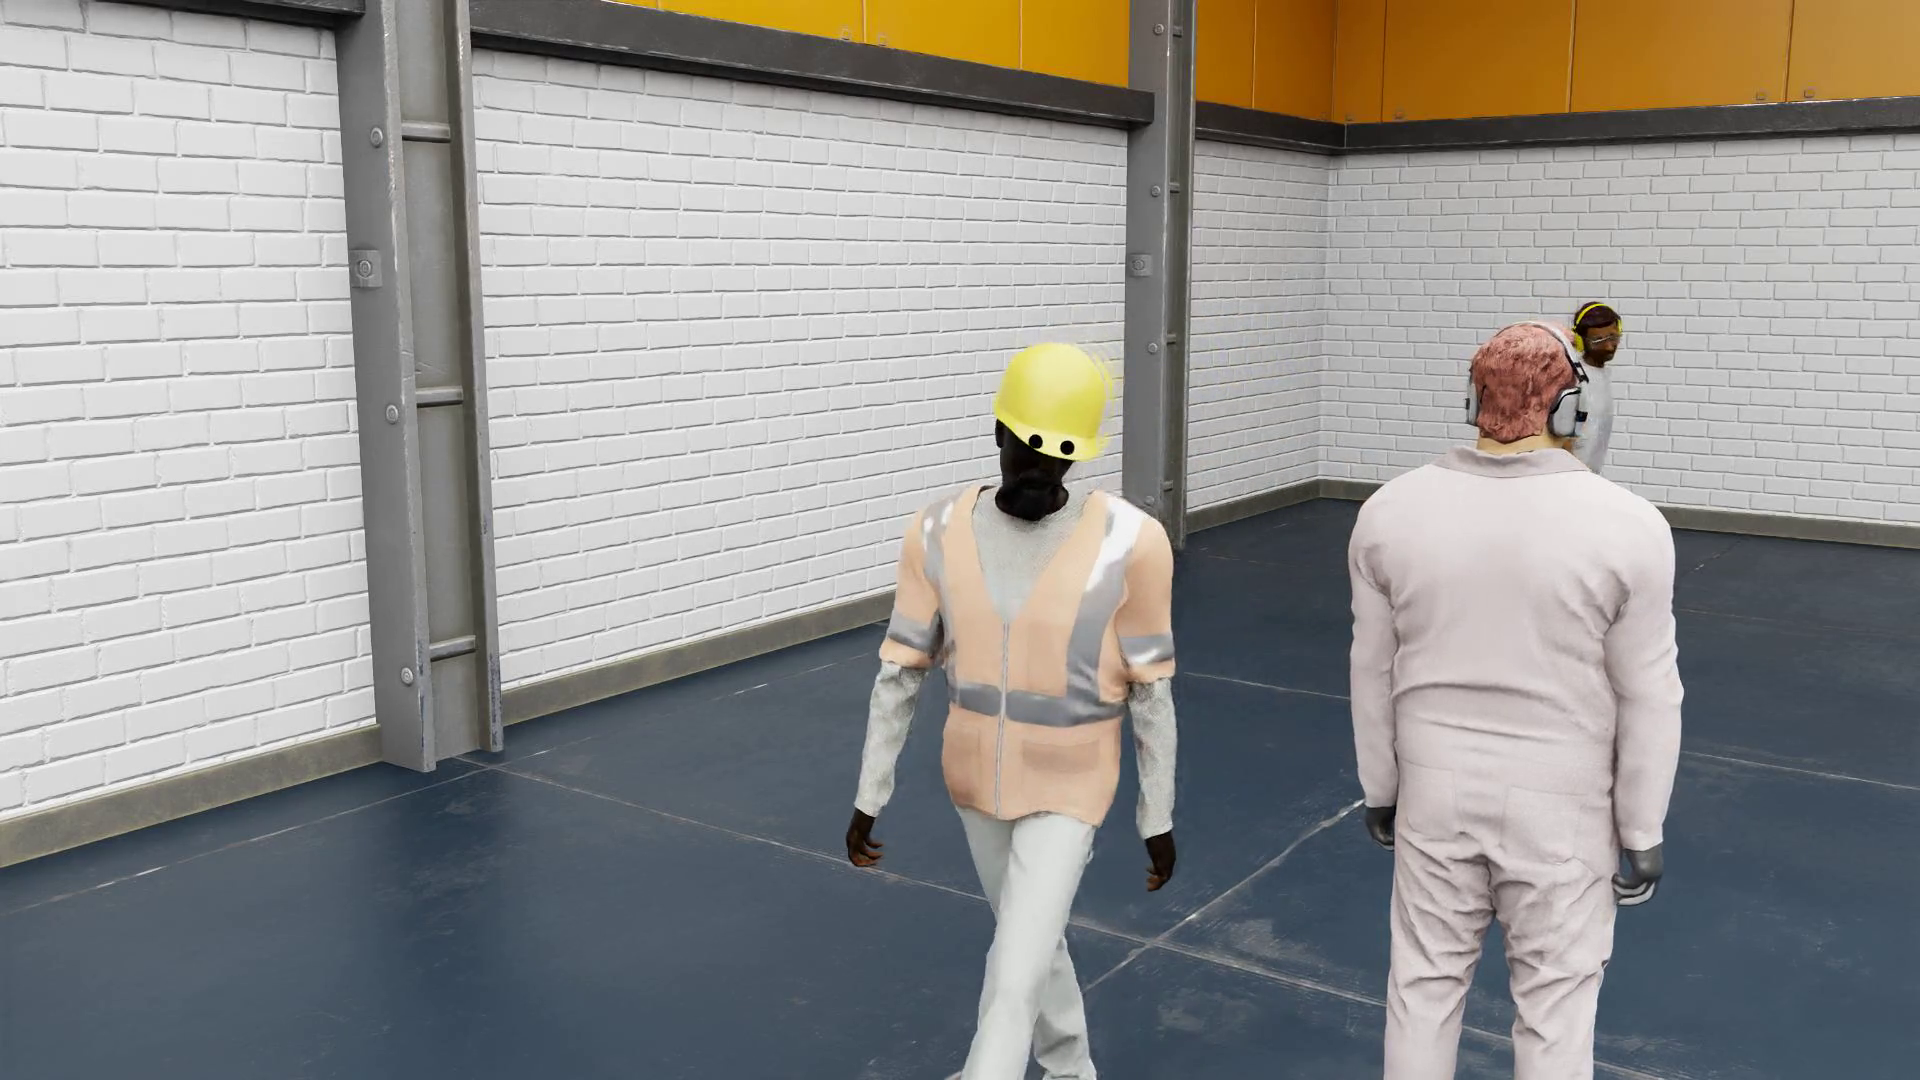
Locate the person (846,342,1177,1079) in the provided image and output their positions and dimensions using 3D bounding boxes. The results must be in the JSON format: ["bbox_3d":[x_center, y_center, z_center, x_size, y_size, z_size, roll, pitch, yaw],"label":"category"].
[{"bbox_3d":[0.088,0.524,3.467,0.660,1.850,1.014,5,11,28],"label":"person"}]

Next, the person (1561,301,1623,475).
[{"bbox_3d":[3.062,-0.266,8.254,0.459,1.829,0.589,8,13,41],"label":"person"}]

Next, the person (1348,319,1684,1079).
[{"bbox_3d":[1.115,0.518,3.370,0.650,1.907,0.402,7,12,35],"label":"person"}]
